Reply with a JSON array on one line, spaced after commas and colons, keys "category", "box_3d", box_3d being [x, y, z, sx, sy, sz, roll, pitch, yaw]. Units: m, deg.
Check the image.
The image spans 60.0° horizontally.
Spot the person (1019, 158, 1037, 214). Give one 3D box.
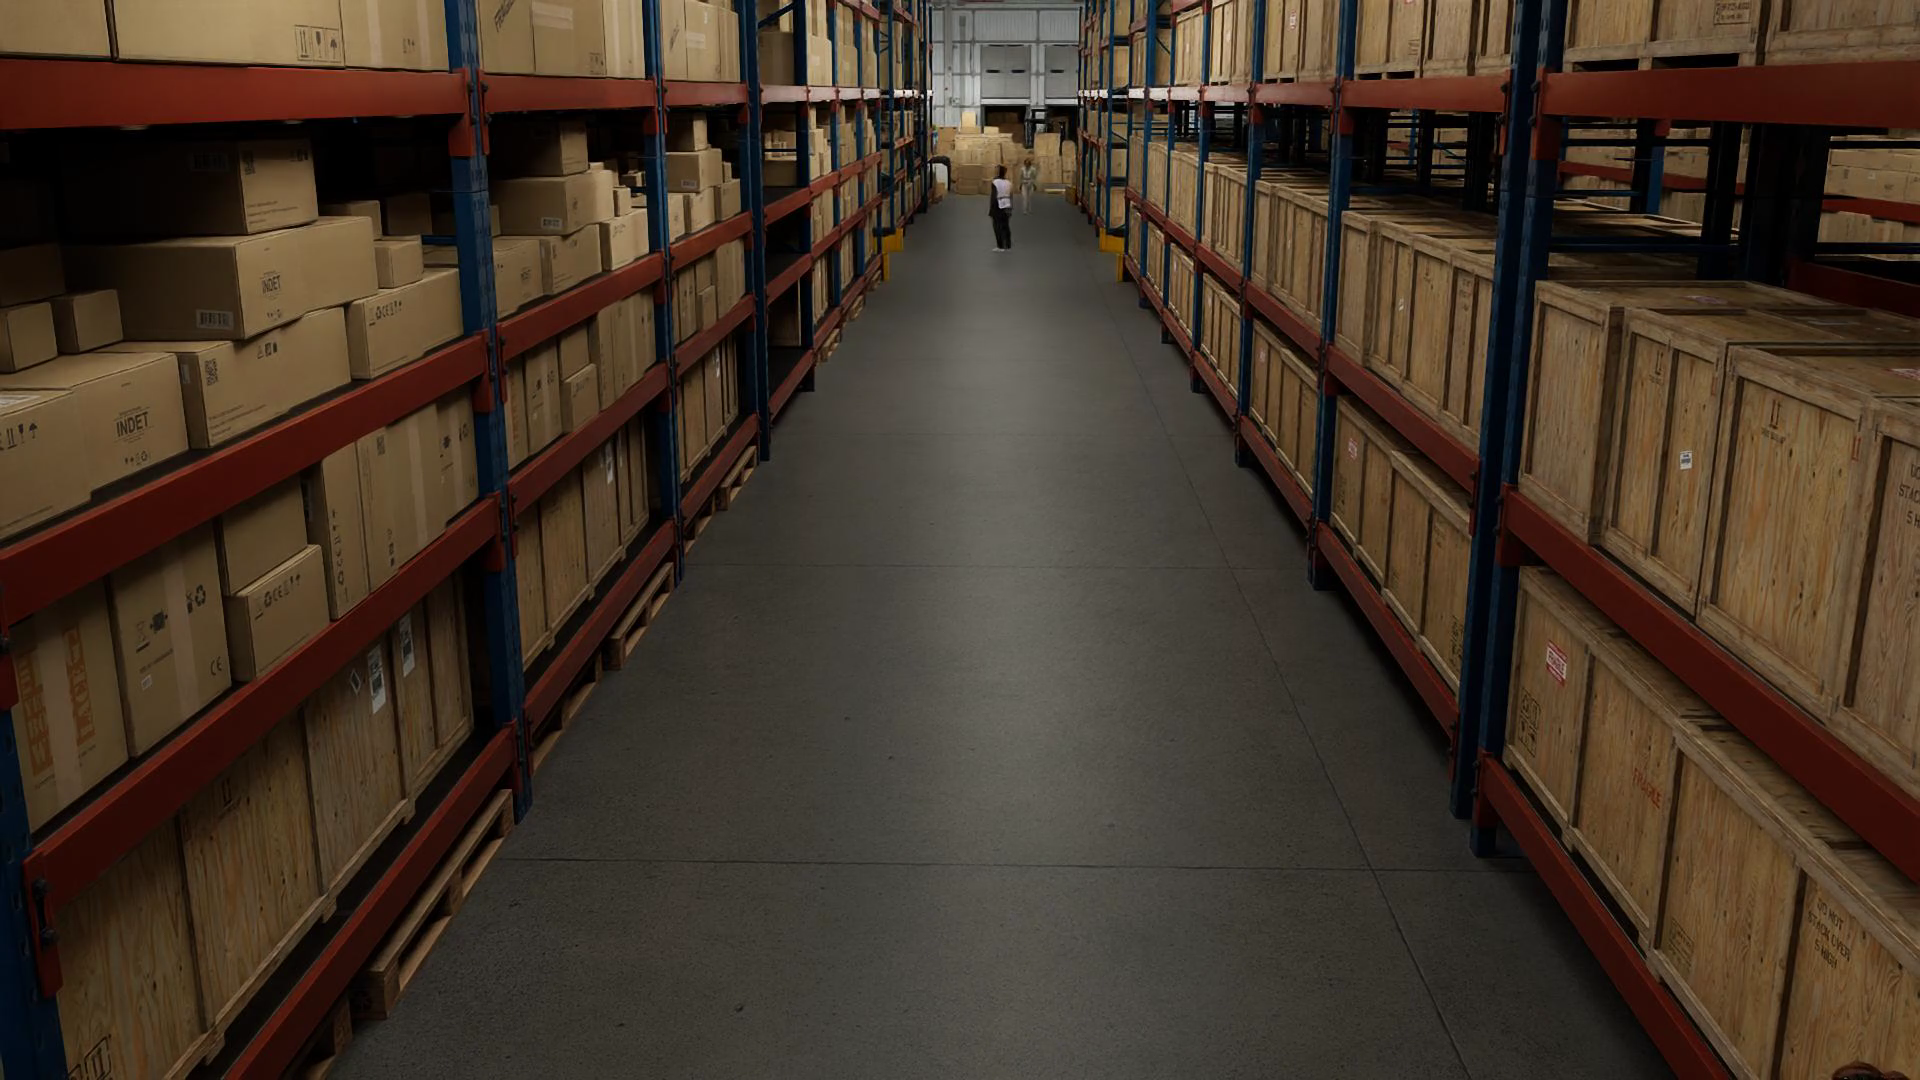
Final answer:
[{"category": "person", "box_3d": [2.010, -10.455, 49.107, 0.523, 1.606, 0.808, 3, 15, 9]}]

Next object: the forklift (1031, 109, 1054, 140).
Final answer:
[{"category": "forklift", "box_3d": [3.499, -16.963, 70.906, 1.129, 2.768, 1.873, 4, 16, 16]}]

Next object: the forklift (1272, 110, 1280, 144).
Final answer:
[{"category": "forklift", "box_3d": [12.362, -15.494, 65.441, 1.873, 2.768, 1.129, -5, 16, -19]}]

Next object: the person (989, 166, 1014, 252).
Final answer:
[{"category": "person", "box_3d": [0.964, -7.383, 37.178, 0.644, 1.889, 0.398, -12, 19, -39]}]

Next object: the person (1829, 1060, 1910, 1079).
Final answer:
[{"category": "person", "box_3d": [1.731, 1.831, 3.370, 0.328, 1.627, 0.526, -14, 20, -42]}]

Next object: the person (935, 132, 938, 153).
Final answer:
[{"category": "person", "box_3d": [-0.993, -19.784, 83.782, 0.519, 1.627, 0.320, 13, 20, 39]}]

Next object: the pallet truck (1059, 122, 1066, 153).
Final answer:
[{"category": "pallet truck", "box_3d": [5.788, -21.111, 88.014, 1.885, 1.965, 0.823, 5, 16, 18]}]
